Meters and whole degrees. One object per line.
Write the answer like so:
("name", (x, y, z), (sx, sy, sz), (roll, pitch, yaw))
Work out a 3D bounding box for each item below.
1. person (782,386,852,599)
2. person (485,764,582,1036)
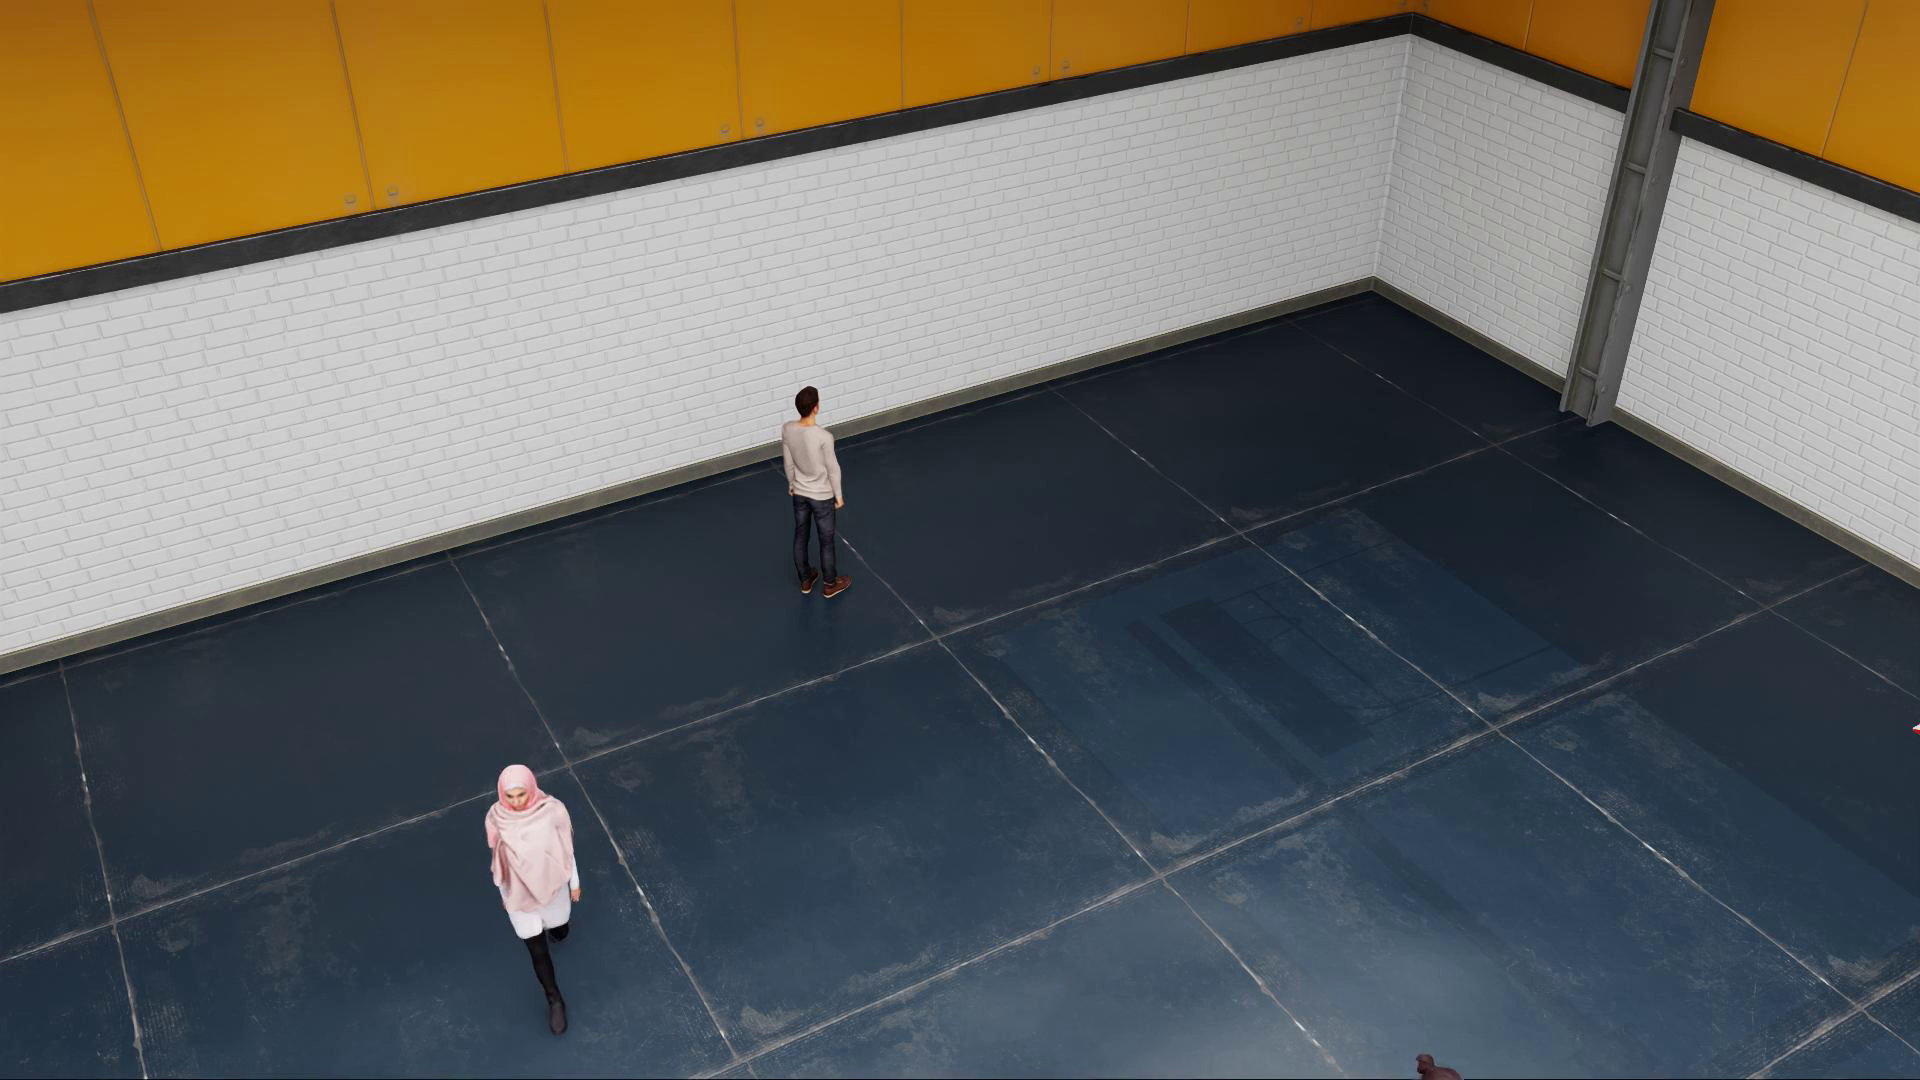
("person", (-1.158, -0.375, 13.102), (0.705, 1.868, 0.802), (15, 36, 21))
("person", (-2.450, 1.979, 9.639), (0.815, 1.782, 1.133), (-8, 34, -12))
